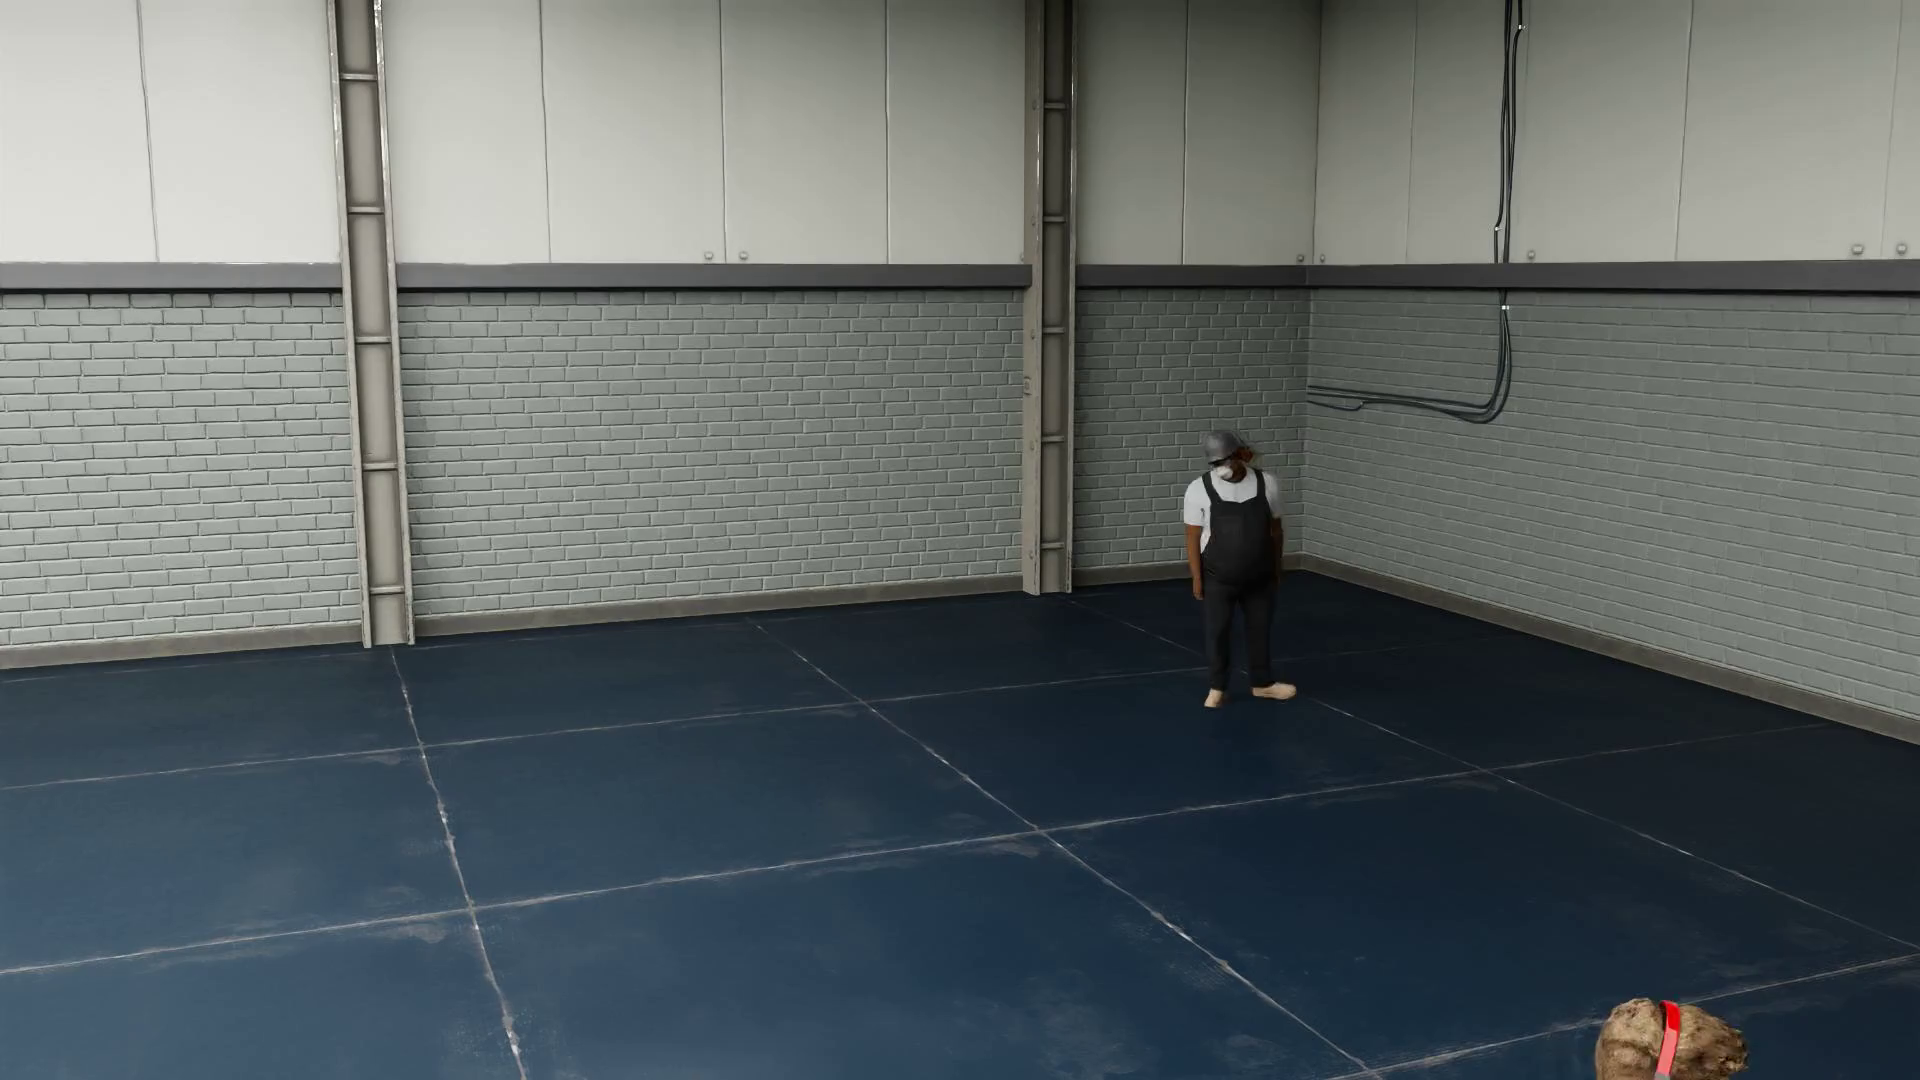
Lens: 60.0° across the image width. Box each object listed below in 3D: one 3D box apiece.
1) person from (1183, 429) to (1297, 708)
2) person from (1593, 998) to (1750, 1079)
[{"bbox_3d":[1.992,0.174,11.623,0.843,2.000,0.560,-1,9,-9],"label":"person"},{"bbox_3d":[1.129,1.660,2.973,0.477,1.816,0.603,2,9,14],"label":"person"}]
